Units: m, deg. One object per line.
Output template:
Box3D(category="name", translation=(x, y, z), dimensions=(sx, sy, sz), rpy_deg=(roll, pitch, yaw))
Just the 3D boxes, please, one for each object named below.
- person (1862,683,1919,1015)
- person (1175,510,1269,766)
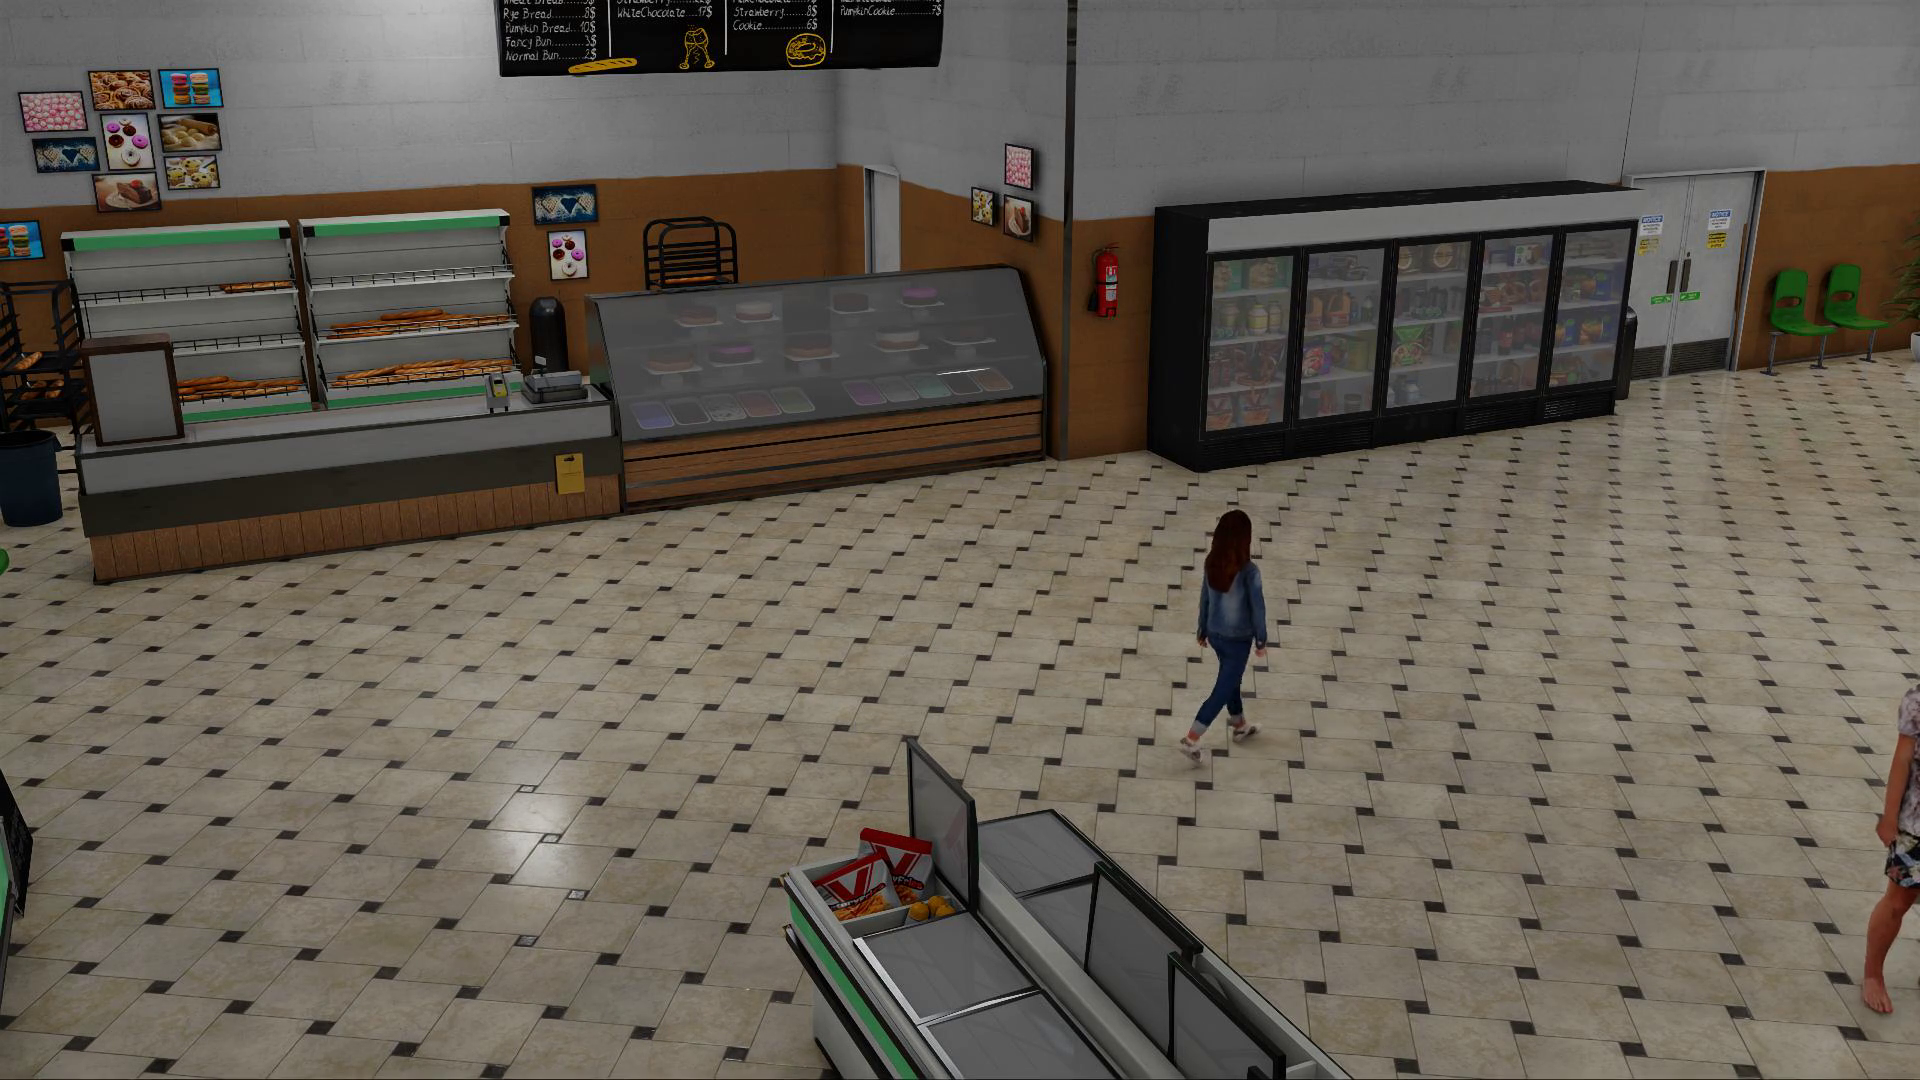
Box3D(category="person", translation=(4.235, 1.154, 7.117), dimensions=(0.763, 1.811, 0.777), rpy_deg=(2, 19, 7))
Box3D(category="person", translation=(1.476, 0.568, 9.408), dimensions=(0.796, 1.458, 0.978), rpy_deg=(-14, 23, -36))
